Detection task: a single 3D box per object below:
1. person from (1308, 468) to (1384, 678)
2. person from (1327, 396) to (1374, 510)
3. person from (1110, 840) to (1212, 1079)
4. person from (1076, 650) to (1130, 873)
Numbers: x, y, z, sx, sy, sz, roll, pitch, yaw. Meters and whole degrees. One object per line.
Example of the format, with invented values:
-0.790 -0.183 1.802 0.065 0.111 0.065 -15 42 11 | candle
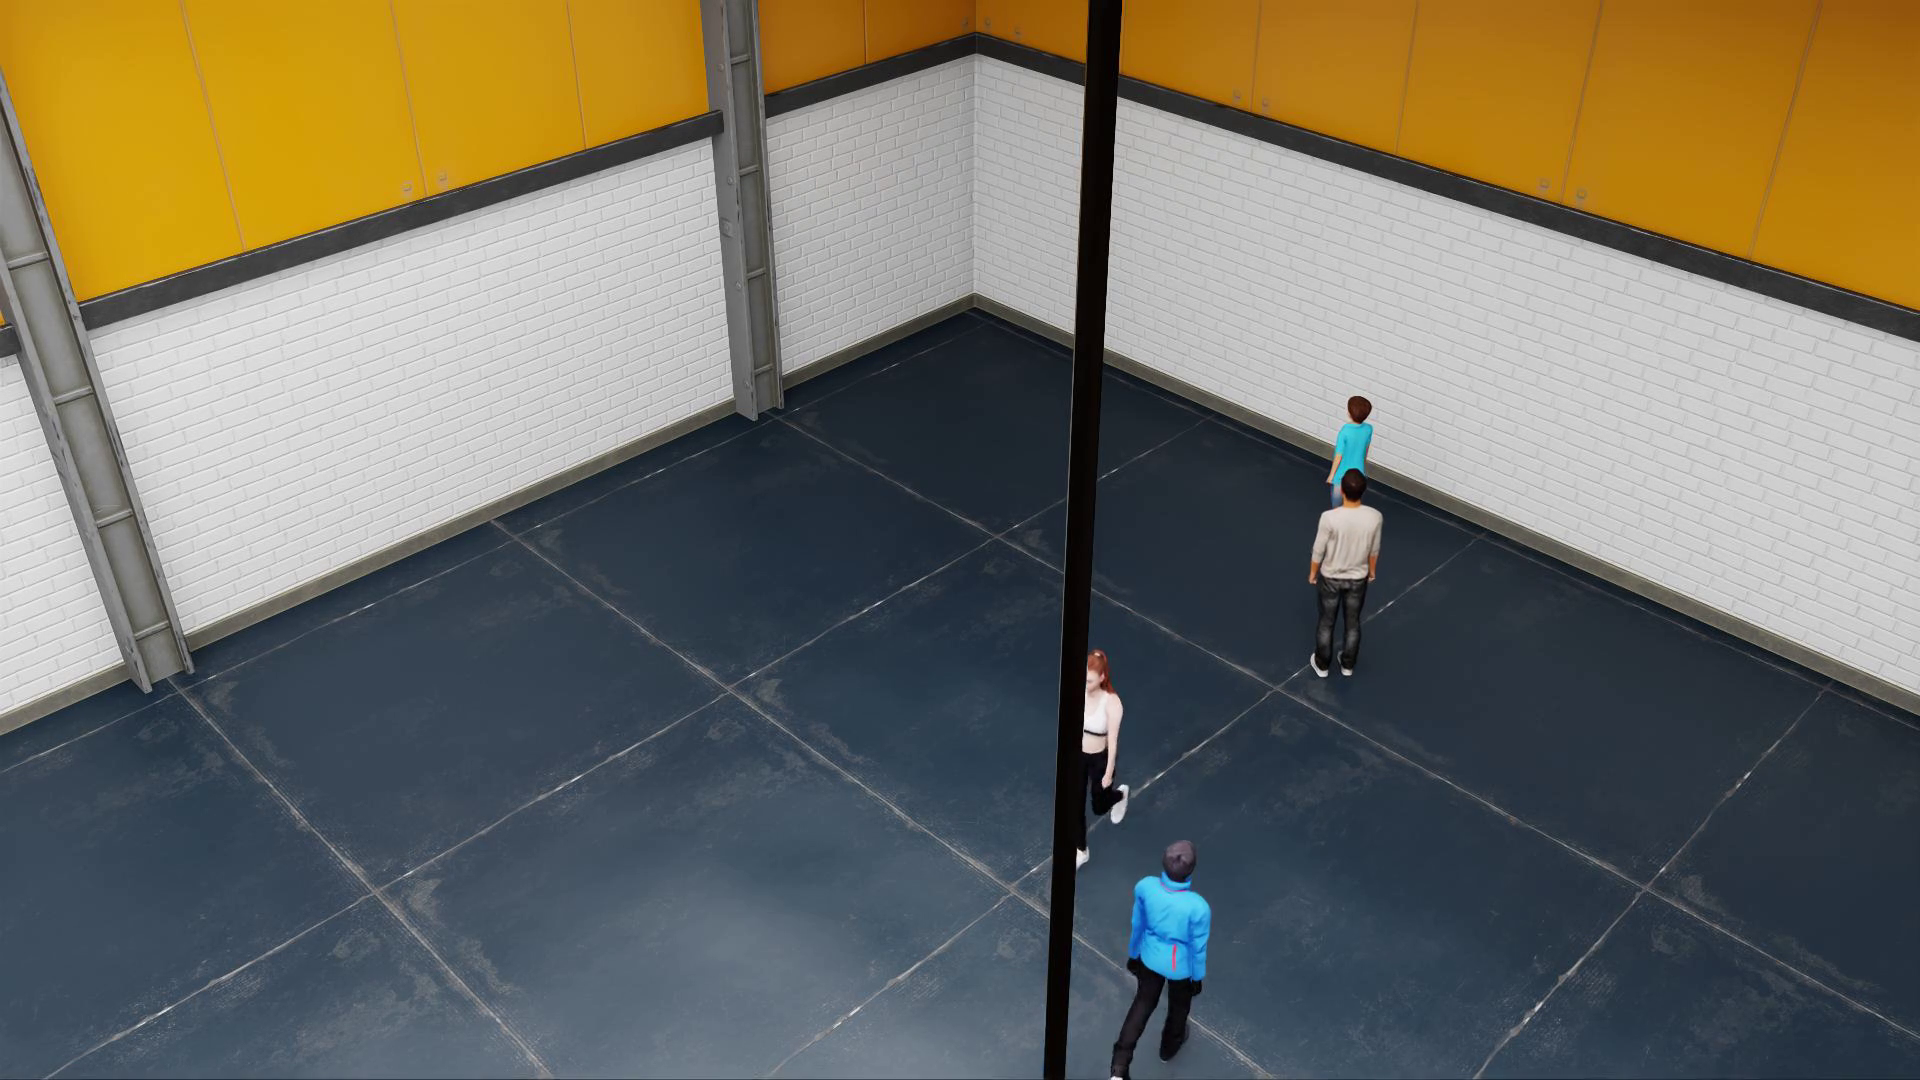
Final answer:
2.890 0.277 12.506 0.742 1.809 0.803 0 34 -1 | person
3.307 -0.581 14.123 0.506 1.449 0.631 -16 37 -23 | person
1.125 2.416 9.317 0.755 1.778 1.050 19 38 27 | person
0.899 1.400 10.892 0.687 1.727 0.977 21 39 28 | person
